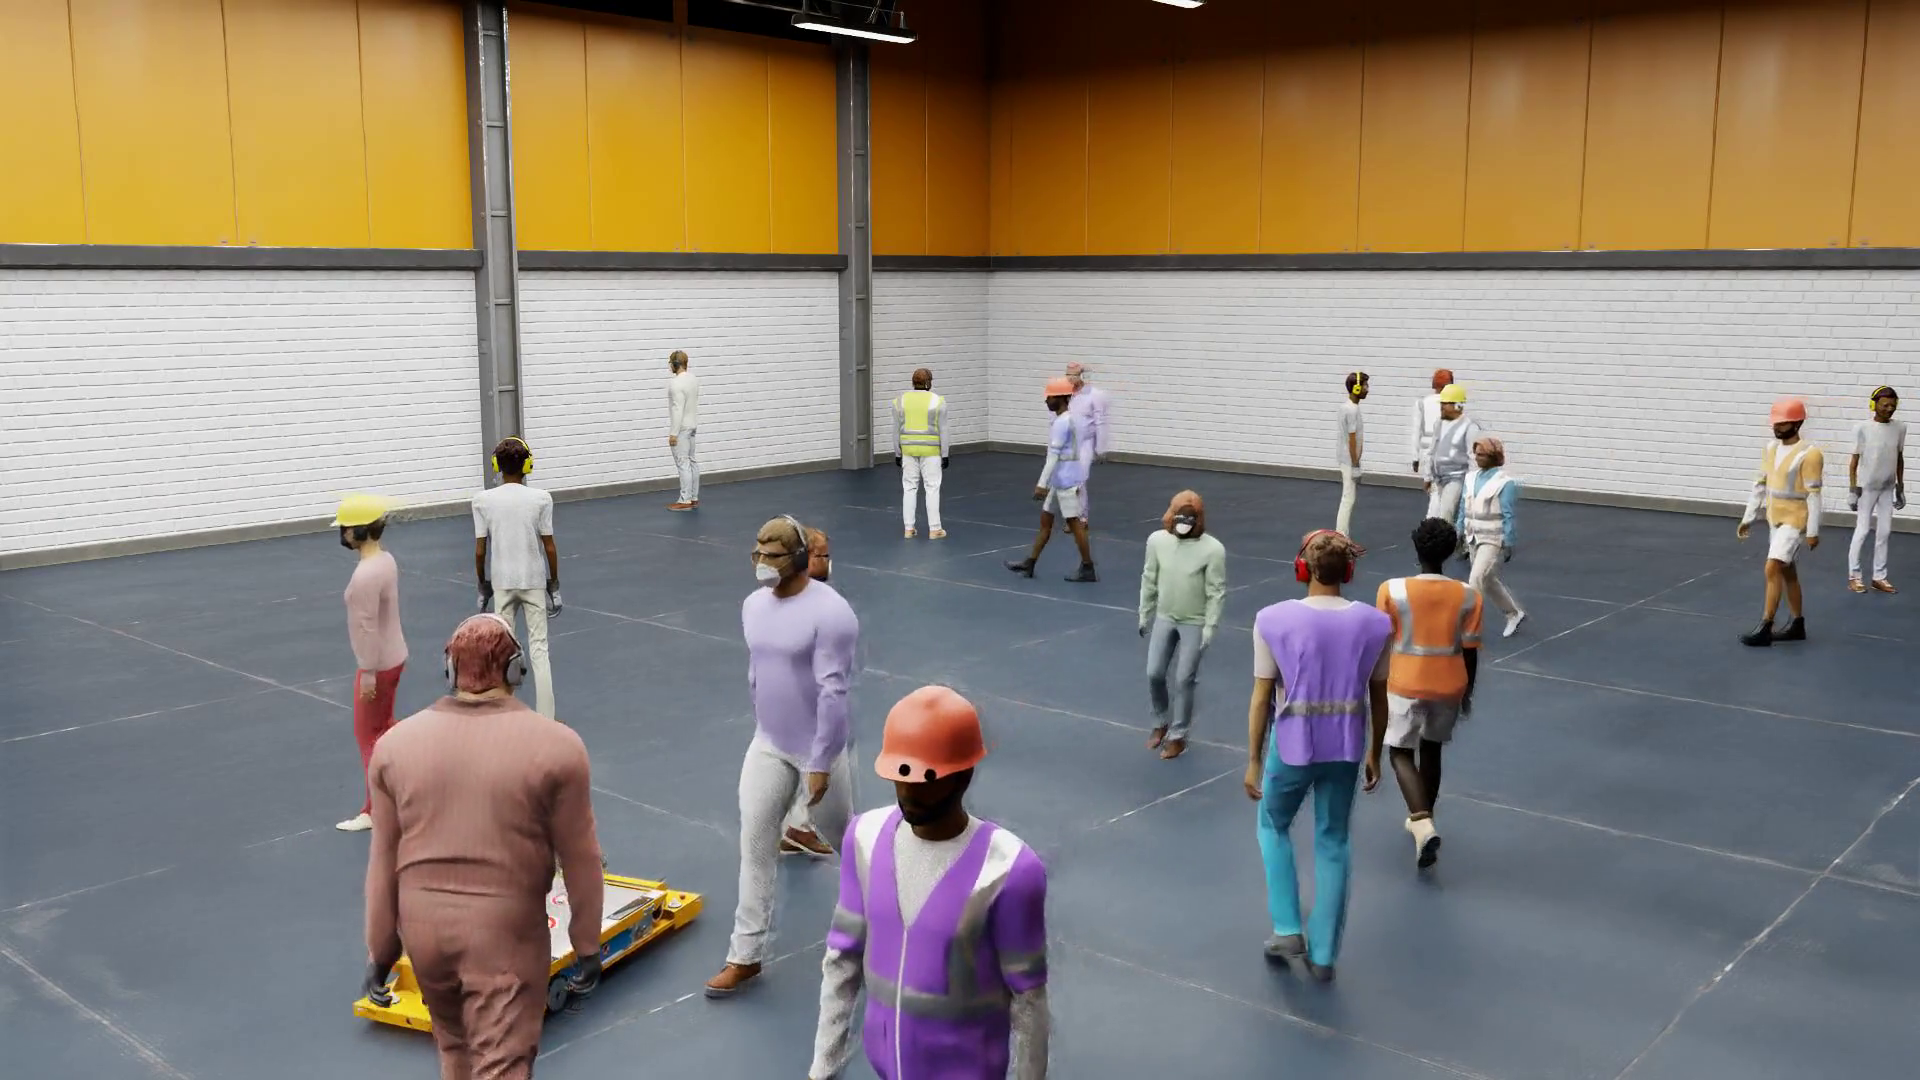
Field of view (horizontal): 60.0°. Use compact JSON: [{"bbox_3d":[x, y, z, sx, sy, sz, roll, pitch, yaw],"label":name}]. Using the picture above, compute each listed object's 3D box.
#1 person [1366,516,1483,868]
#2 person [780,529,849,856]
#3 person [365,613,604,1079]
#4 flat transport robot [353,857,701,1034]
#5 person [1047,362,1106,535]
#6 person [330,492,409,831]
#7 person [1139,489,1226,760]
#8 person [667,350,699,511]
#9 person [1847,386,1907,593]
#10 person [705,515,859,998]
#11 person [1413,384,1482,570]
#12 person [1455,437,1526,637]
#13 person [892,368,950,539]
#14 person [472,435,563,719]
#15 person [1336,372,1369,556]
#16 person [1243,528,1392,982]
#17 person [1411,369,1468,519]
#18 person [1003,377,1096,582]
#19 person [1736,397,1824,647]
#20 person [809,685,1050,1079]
[{"bbox_3d":[2.267,0.727,8.038,0.530,1.673,0.743,0,9,-3],"label":"person"},{"bbox_3d":[-0.721,0.747,8.057,0.395,1.616,0.525,-2,9,-11],"label":"person"},{"bbox_3d":[-1.387,1.159,4.842,0.662,1.849,0.844,1,9,5],"label":"person"},{"bbox_3d":[-1.711,1.628,6.775,0.652,0.197,1.431,4,10,22],"label":"flat transport robot"},{"bbox_3d":[1.230,-0.995,18.172,0.682,1.888,0.572,7,11,36],"label":"person"},{"bbox_3d":[-2.897,0.622,8.478,0.562,1.751,0.523,-1,9,-8],"label":"person"},{"bbox_3d":[1.313,0.493,9.732,0.544,1.609,0.438,6,11,32],"label":"person"},{"bbox_3d":[-3.348,-1.319,20.060,0.359,1.937,0.635,2,9,11],"label":"person"},{"bbox_3d":[8.195,-0.447,14.858,0.521,1.855,0.328,-1,9,-5],"label":"person"},{"bbox_3d":[-0.619,0.826,6.788,0.628,1.901,1.024,6,11,35],"label":"person"},{"bbox_3d":[4.781,-0.622,16.160,0.851,1.795,0.602,-4,10,-22],"label":"person"},{"bbox_3d":[4.087,-0.001,12.826,0.805,1.605,0.526,-4,10,-22],"label":"person"},{"bbox_3d":[-0.408,-0.932,17.935,0.630,1.842,0.429,3,9,17],"label":"person"},{"bbox_3d":[-2.680,0.302,10.107,0.519,1.869,0.326,-1,9,-4],"label":"person"},{"bbox_3d":[3.977,-0.766,16.832,0.345,1.866,0.524,2,9,11],"label":"person"},{"bbox_3d":[1.428,0.858,6.724,0.605,1.826,0.512,-1,9,-4],"label":"person"},{"bbox_3d":[5.159,-0.899,17.738,0.595,1.832,0.990,8,12,42],"label":"person"},{"bbox_3d":[0.835,-0.549,15.343,0.947,1.890,0.570,1,9,8],"label":"person"},{"bbox_3d":[6.230,-0.135,12.745,0.834,1.905,0.572,-1,9,-8],"label":"person"},{"bbox_3d":[-0.055,1.261,4.057,0.550,1.891,1.011,6,11,35],"label":"person"}]
